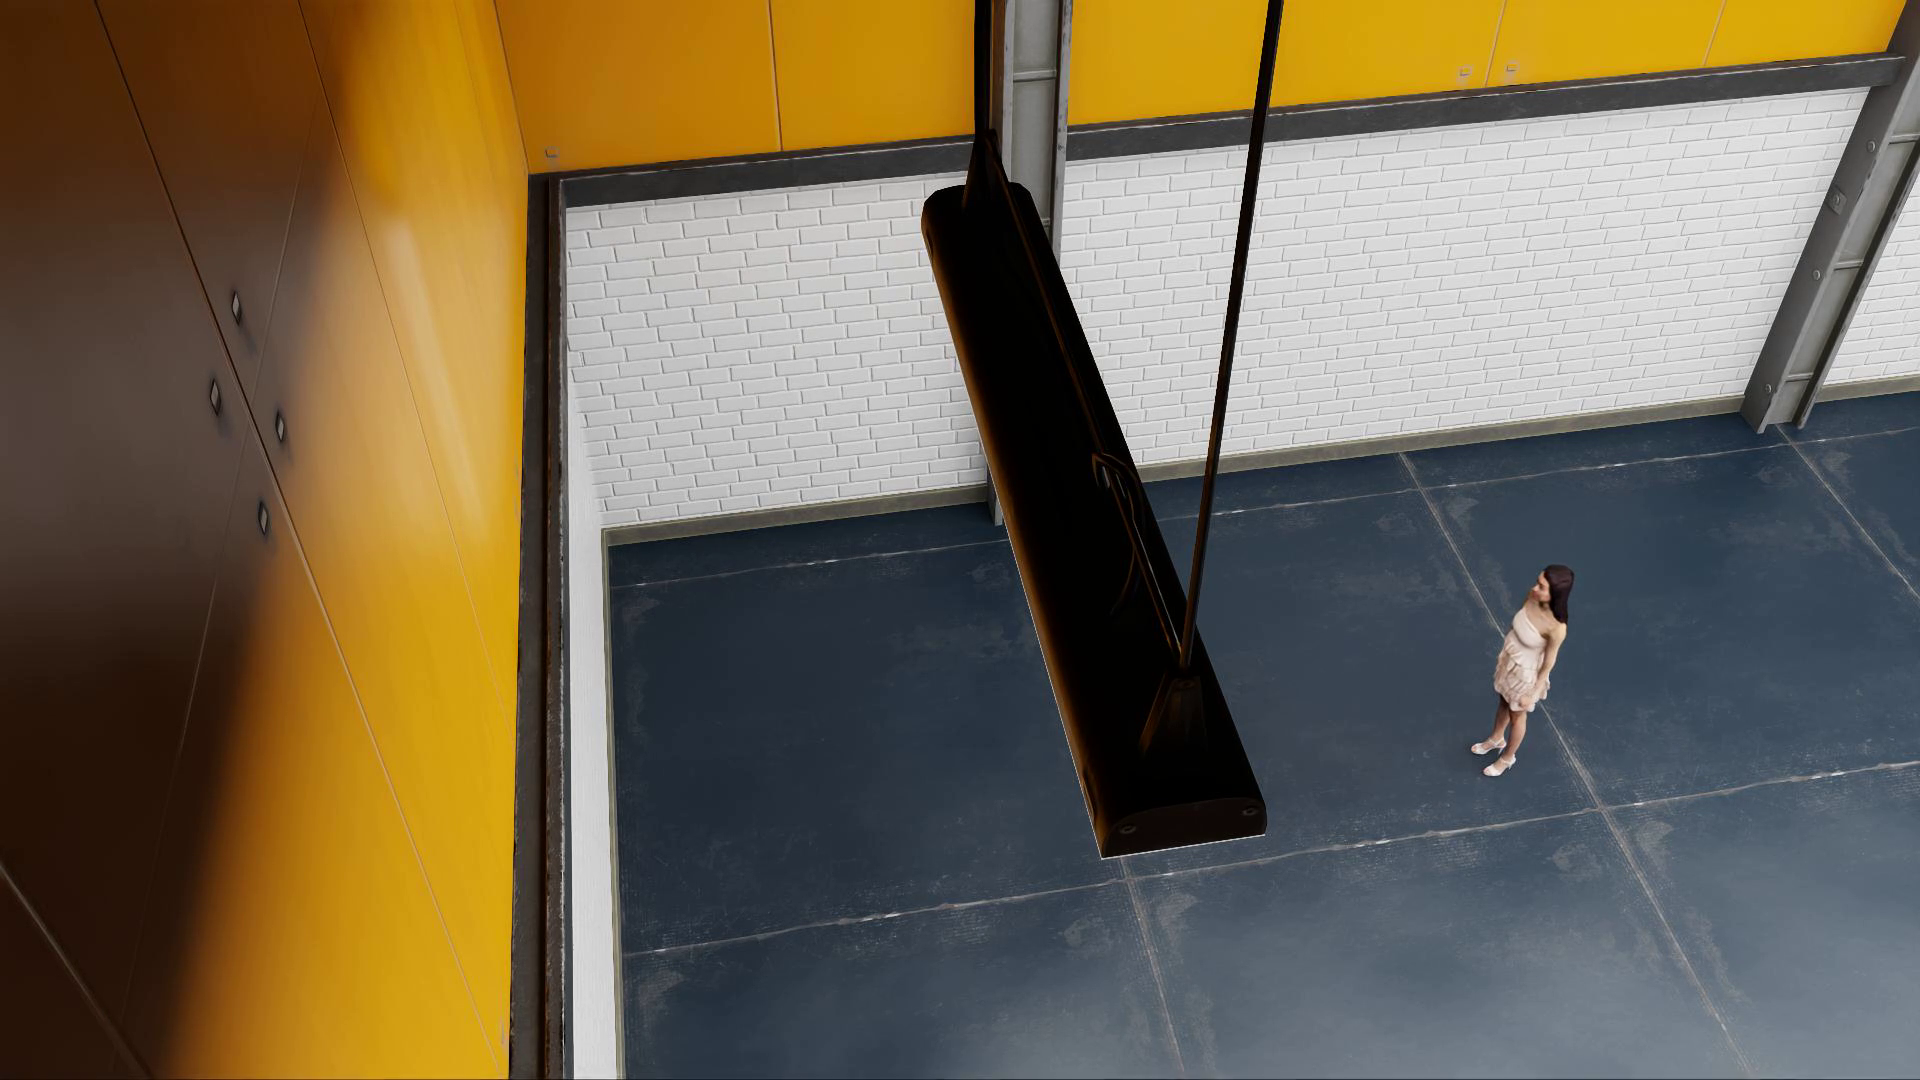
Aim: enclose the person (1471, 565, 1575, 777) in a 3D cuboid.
[{"bbox_3d":[3.363,0.783,9.899,0.518,1.735,0.572,-6,44,-6],"label":"person"}]
